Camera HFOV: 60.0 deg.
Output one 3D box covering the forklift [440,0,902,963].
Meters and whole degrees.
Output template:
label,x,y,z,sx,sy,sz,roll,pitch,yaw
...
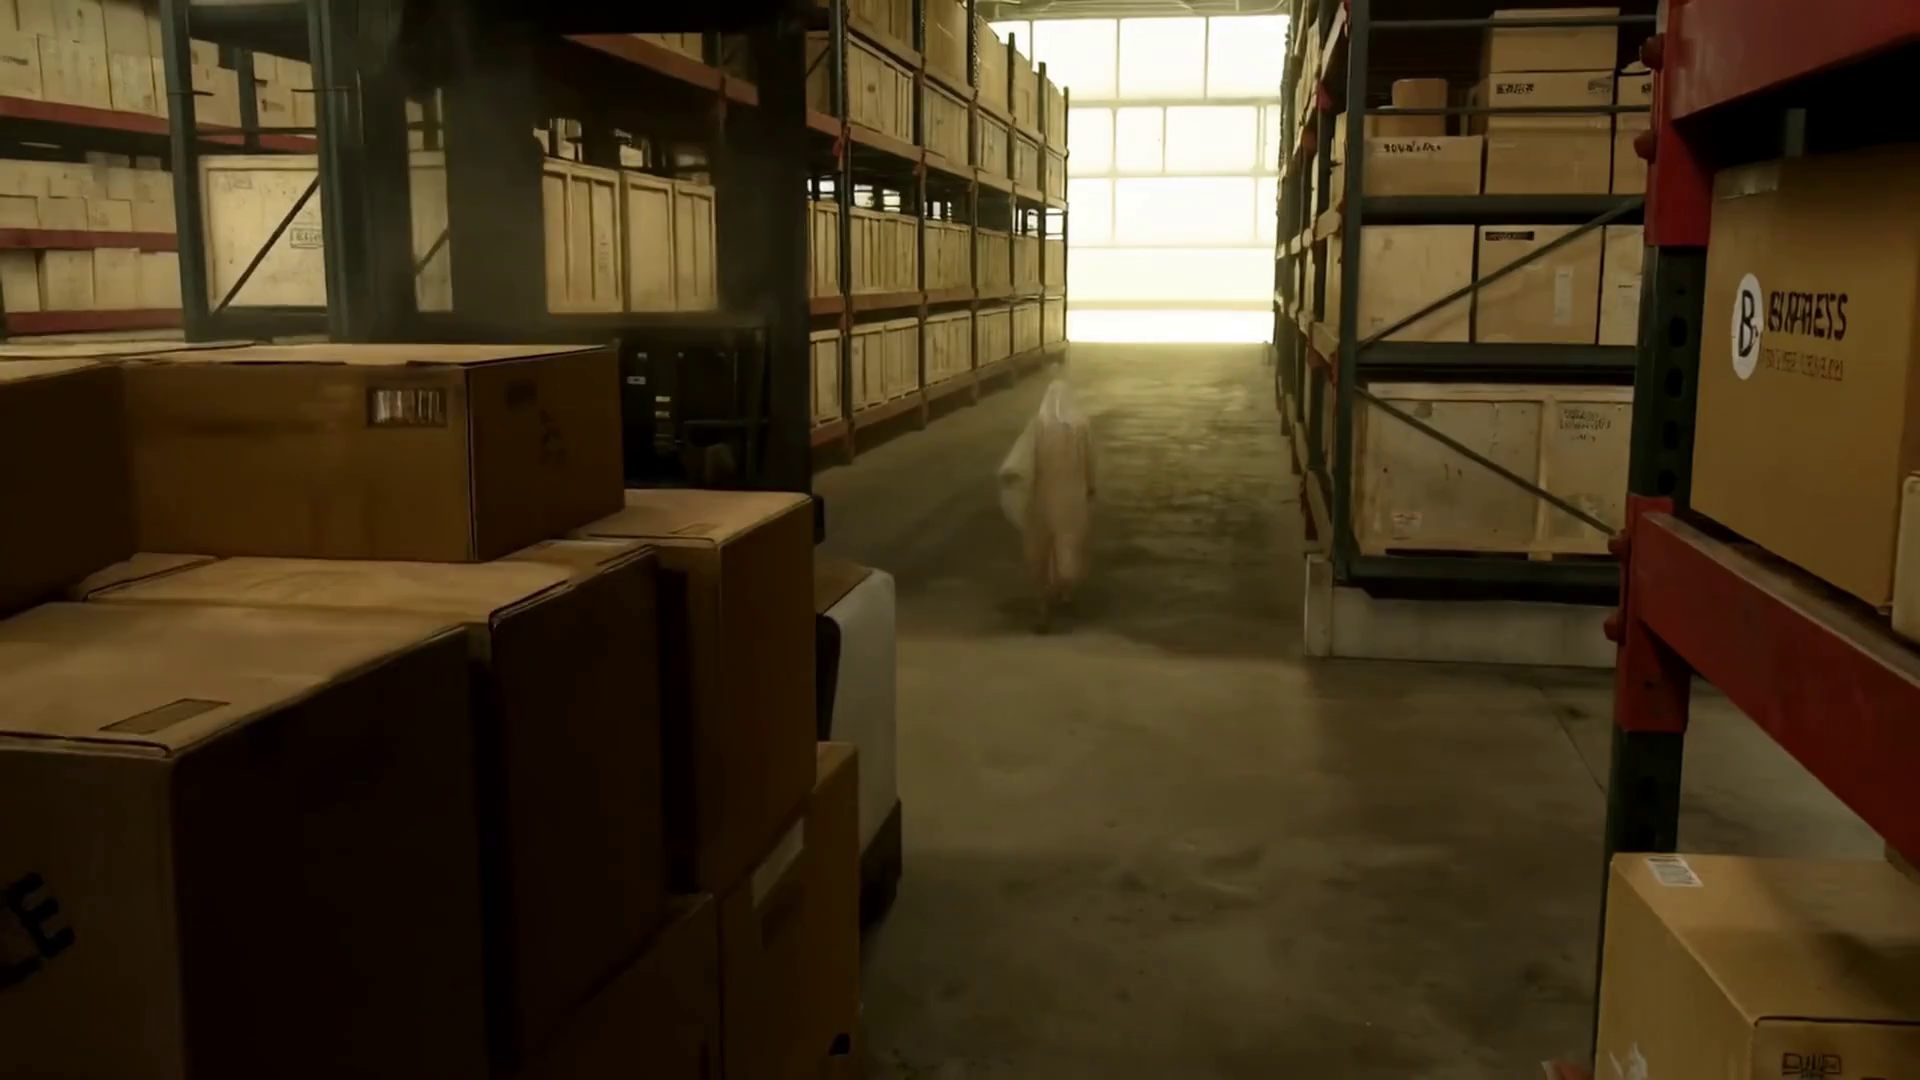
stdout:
label,x,y,z,sx,sy,sz,roll,pitch,yaw
forklift,-0.849,-0.121,4.438,1.129,2.768,1.873,2,9,10
